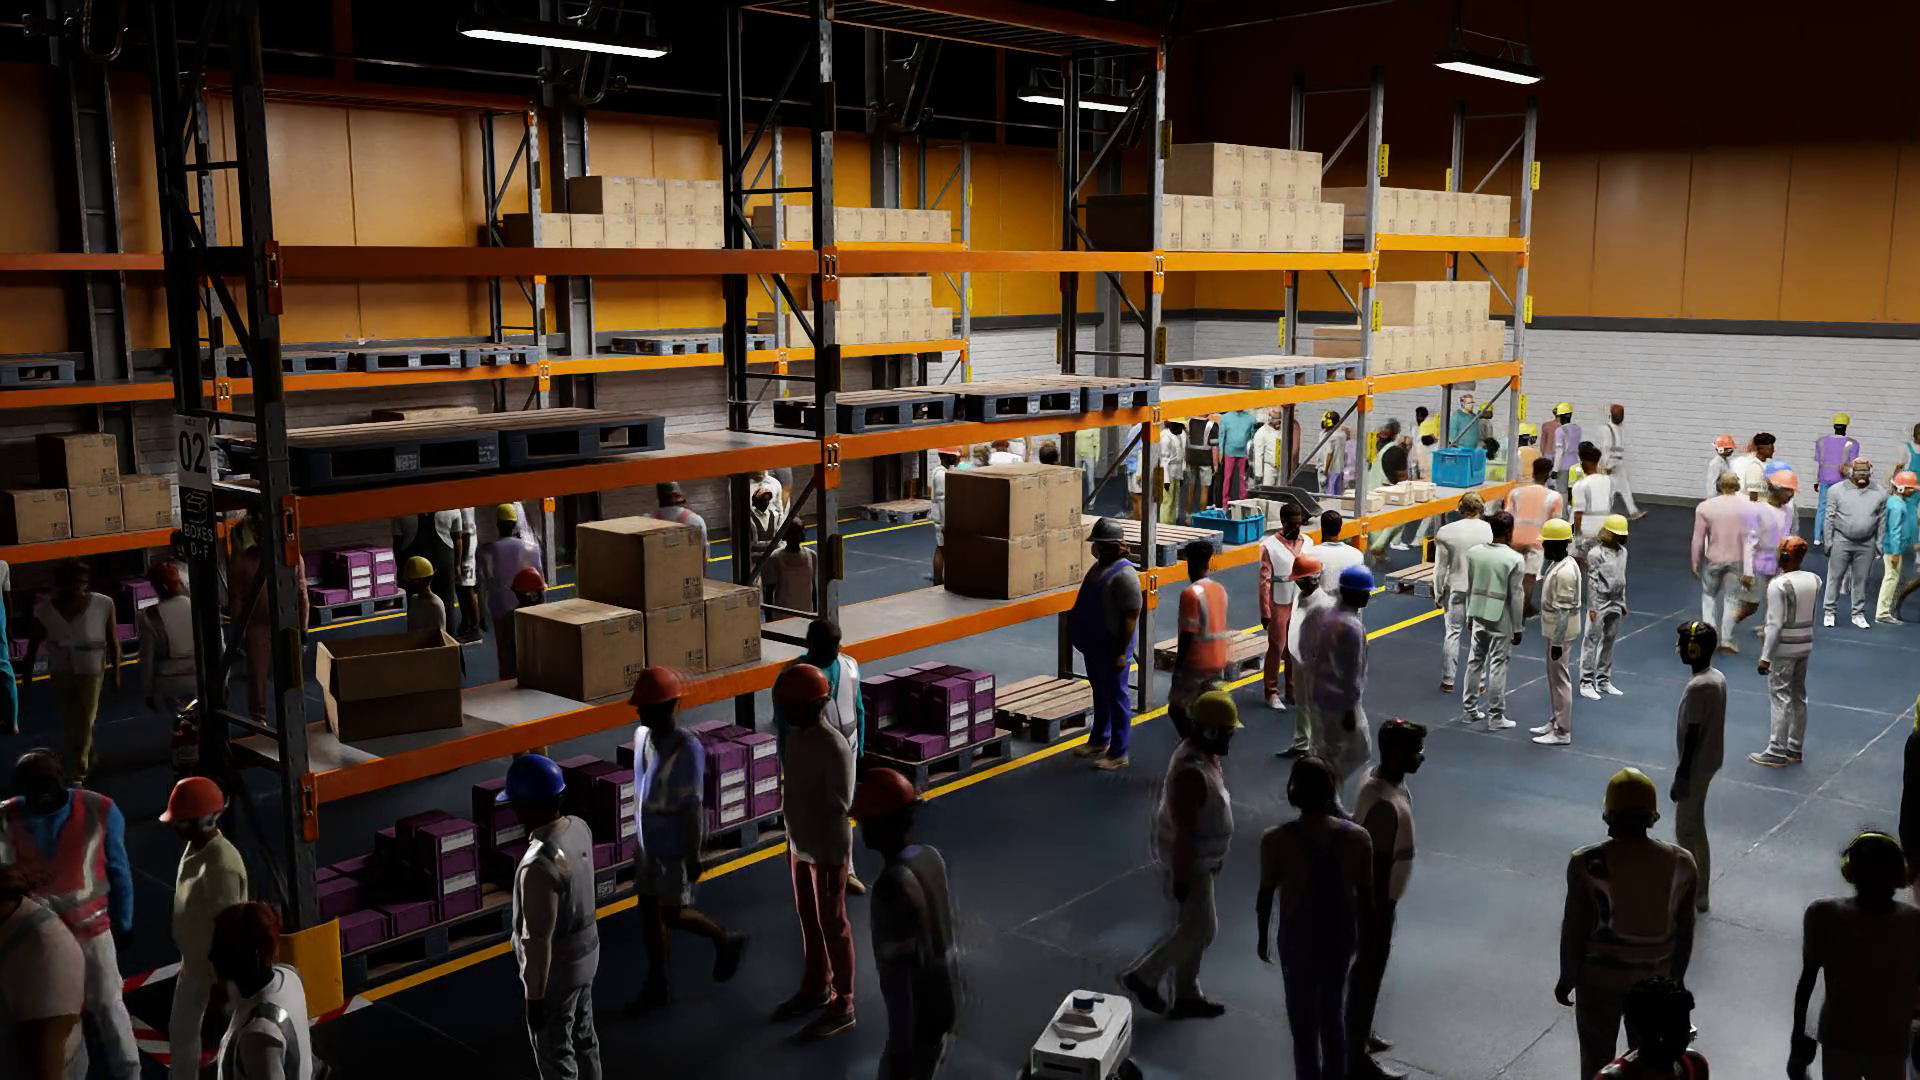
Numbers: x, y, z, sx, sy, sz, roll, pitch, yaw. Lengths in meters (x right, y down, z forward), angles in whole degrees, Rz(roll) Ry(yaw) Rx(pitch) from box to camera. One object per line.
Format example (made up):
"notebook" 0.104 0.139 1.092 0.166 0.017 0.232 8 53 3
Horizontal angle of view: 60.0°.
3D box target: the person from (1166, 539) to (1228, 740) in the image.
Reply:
"person" 1.849 0.958 12.903 0.452 1.924 0.647 9 13 42

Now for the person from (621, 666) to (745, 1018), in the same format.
"person" -1.549 1.606 9.040 0.654 1.921 0.543 -9 13 -43

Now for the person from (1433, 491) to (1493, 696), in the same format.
"person" 4.780 0.498 15.660 0.634 1.931 0.359 3 10 16

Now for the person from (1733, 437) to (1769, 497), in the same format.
"person" 10.267 -0.459 21.758 0.896 1.802 0.577 -5 11 -29

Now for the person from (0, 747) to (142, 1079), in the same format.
"person" -4.249 1.855 7.866 0.636 1.828 0.438 -4 10 -22

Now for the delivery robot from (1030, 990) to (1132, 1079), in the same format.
"delivery robot" 0.592 2.415 8.014 0.477 0.478 0.707 3 10 19

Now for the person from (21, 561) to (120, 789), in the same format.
"person" -6.810 1.047 12.763 0.684 1.803 0.789 -2 10 -14

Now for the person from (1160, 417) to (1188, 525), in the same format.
"person" 3.115 -0.937 24.250 0.397 1.920 0.586 5 11 29

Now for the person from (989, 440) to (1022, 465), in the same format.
"person" 0.534 -0.487 21.688 0.584 1.879 0.362 0 10 2

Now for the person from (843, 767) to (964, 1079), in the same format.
"person" -0.170 1.934 6.848 0.677 2.006 0.642 3 10 17

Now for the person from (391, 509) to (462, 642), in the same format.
"person" -5.426 0.219 16.977 0.681 2.000 0.535 -3 10 -18

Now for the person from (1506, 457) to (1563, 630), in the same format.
"person" 6.353 0.035 18.534 0.638 1.900 0.979 7 12 37

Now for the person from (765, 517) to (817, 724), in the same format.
"person" -1.472 0.701 14.689 0.514 1.841 0.327 -6 11 -31

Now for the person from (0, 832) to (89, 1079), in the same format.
"person" -3.558 2.035 6.137 0.739 2.000 0.626 3 10 18

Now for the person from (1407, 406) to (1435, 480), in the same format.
"person" 7.622 -1.391 27.658 0.378 1.677 0.574 -6 11 -30

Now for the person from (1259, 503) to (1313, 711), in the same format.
"person" 2.953 0.598 15.124 0.599 1.909 0.398 -6 11 -31

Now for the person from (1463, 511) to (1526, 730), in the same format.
"person" 4.646 0.698 14.524 0.396 1.910 0.586 -6 11 -33

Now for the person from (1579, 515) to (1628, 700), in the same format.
"person" 6.044 0.616 15.508 0.483 1.732 0.311 -5 11 -29

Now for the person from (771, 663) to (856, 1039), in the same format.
"person" -0.780 1.619 8.793 0.408 1.986 0.618 -6 11 -33

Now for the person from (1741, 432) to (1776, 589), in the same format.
"person" 9.913 -0.370 20.715 0.367 1.964 0.609 5 11 29

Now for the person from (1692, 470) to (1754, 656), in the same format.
"person" 7.942 0.232 17.270 0.656 1.914 0.576 3 10 20

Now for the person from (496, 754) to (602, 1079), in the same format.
"person" -1.800 1.884 7.354 0.415 1.939 0.604 1 10 5

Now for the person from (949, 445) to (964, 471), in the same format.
"person" -0.059 -0.893 24.825 0.286 1.634 0.500 2 10 13

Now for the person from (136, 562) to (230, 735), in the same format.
"person" -5.814 1.067 12.457 0.616 1.857 0.426 -8 12 -38

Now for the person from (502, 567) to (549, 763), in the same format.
"person" -3.259 1.076 12.705 0.563 1.755 0.320 9 13 43

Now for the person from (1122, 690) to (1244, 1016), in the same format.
"person" 1.236 1.690 8.911 0.551 1.801 0.610 2 10 9

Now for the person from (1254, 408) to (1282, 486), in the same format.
"person" 4.696 -1.034 24.912 0.653 1.895 0.402 -6 11 -32

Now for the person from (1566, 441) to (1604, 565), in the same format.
"person" 8.326 -0.476 22.186 0.535 1.690 0.322 -3 10 -16

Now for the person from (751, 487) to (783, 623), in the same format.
"person" -2.161 0.238 18.092 0.514 1.634 0.313 -6 11 -34

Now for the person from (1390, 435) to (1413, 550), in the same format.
"person" 6.223 -0.673 23.522 0.312 1.629 0.535 2 10 9

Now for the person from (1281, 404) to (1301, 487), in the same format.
"person" 5.112 -1.221 26.025 0.650 1.898 0.399 -9 13 -42

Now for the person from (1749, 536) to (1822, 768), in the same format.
"person" 6.653 0.898 13.395 0.573 1.883 0.359 -5 11 -29

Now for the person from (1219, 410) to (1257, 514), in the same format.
"person" 4.463 -1.394 26.748 0.622 1.990 0.396 1 10 4

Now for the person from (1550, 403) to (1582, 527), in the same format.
"person" 9.230 -1.133 25.409 0.589 1.919 0.391 -7 12 -37

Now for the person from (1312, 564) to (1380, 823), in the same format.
"person" 2.746 1.125 11.904 0.484 1.925 0.608 -1 10 -8

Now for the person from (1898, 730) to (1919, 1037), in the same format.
"person" 5.233 1.619 8.753 0.612 1.995 0.376 -2 10 -9

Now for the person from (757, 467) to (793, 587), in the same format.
"person" -2.388 -0.380 20.554 0.538 2.000 0.687 -7 12 -34

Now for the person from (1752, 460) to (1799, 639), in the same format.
"person" 8.824 0.105 17.980 0.427 1.937 0.645 3 10 17

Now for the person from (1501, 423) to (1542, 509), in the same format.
"person" 7.515 -0.611 22.325 0.591 1.913 0.394 -5 11 -26

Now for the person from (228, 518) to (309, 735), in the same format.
"person" -5.907 0.742 14.297 0.635 1.899 0.397 -7 12 -36

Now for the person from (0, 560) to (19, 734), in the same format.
"person" -8.316 0.790 14.149 0.345 1.847 0.504 5 11 28
